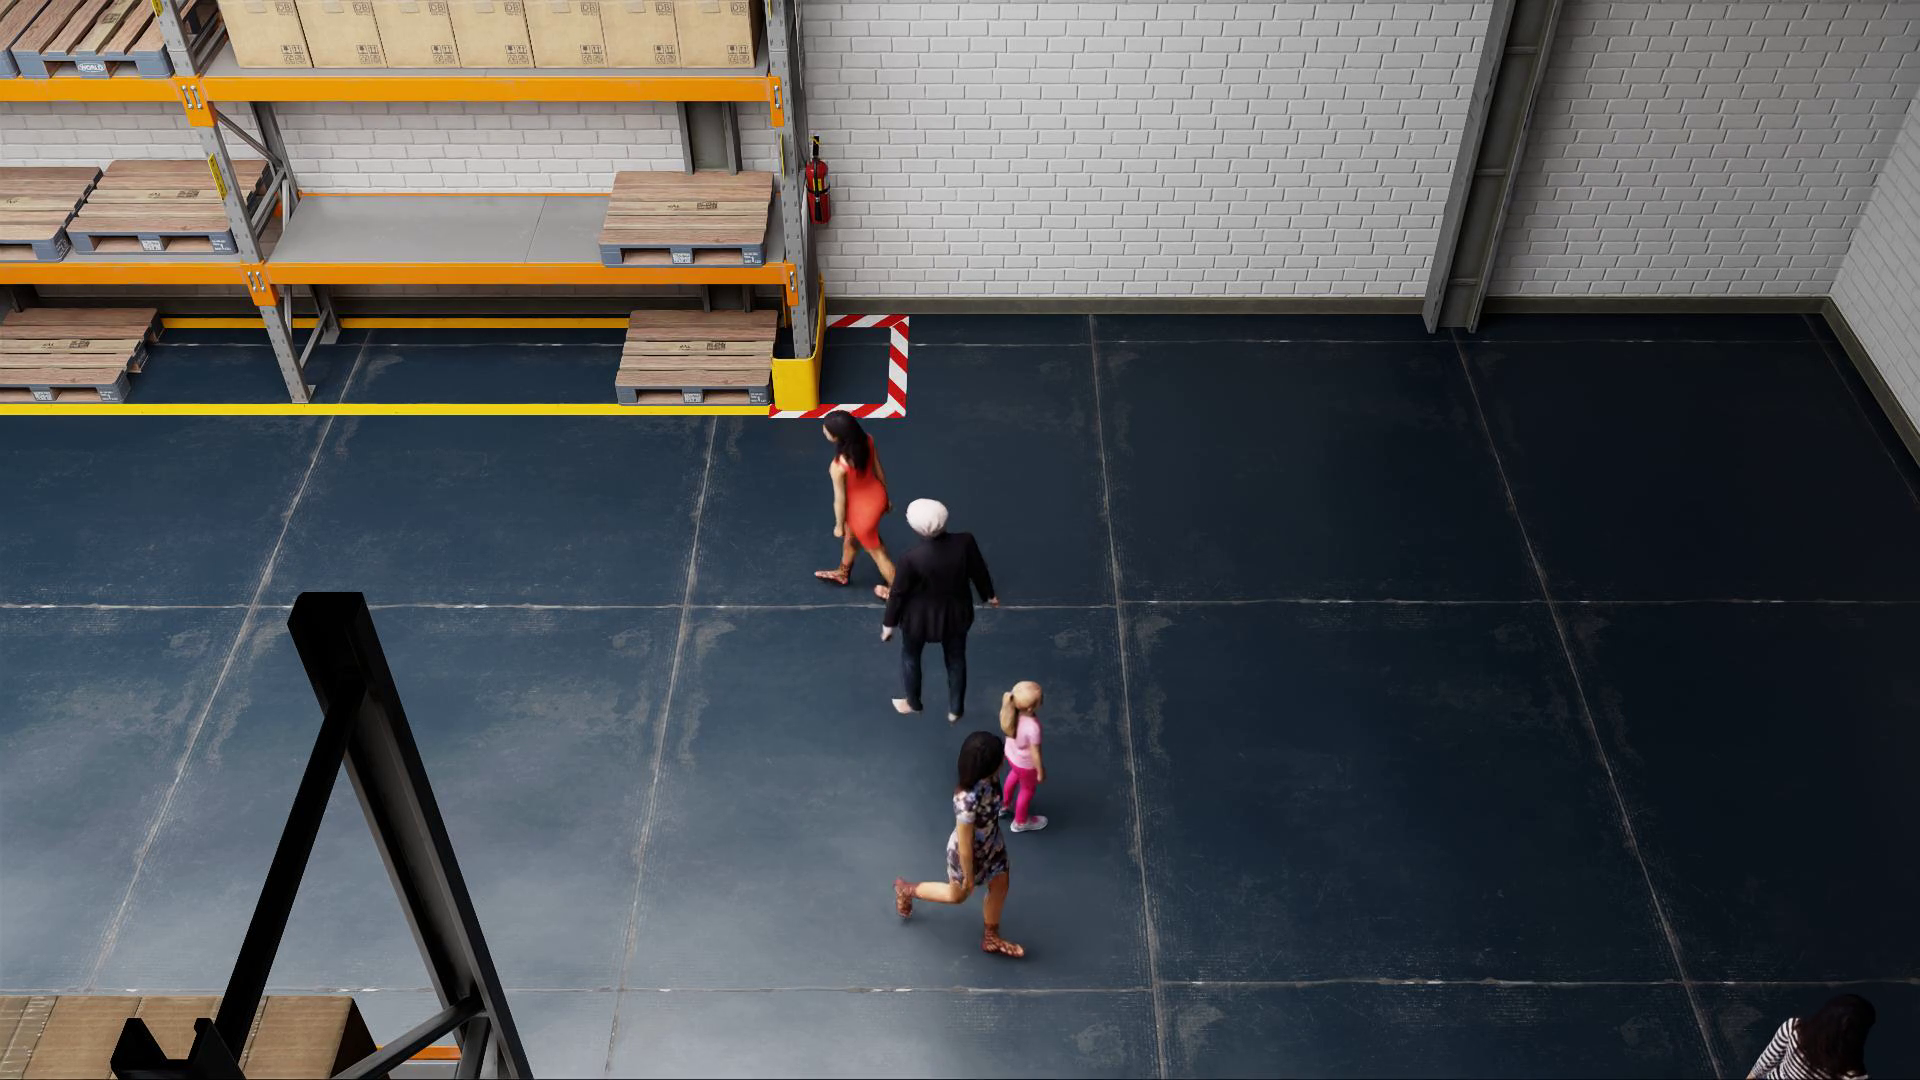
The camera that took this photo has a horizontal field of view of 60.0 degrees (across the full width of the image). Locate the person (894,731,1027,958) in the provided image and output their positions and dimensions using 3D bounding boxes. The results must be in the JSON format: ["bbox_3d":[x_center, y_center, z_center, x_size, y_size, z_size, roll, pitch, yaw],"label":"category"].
[{"bbox_3d":[0.005,1.647,9.032,1.127,1.707,0.875,19,47,19],"label":"person"}]

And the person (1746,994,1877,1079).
[{"bbox_3d":[3.902,2.699,7.865,0.711,1.794,0.675,-29,51,-27],"label":"person"}]

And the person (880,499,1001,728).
[{"bbox_3d":[-0.131,0.400,9.476,0.794,1.774,1.004,-5,44,-6],"label":"person"}]

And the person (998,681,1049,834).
[{"bbox_3d":[0.347,1.259,9.756,0.625,1.270,0.591,-18,46,-18],"label":"person"}]

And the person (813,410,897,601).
[{"bbox_3d":[-0.565,-0.171,10.964,1.006,1.675,0.794,19,47,19],"label":"person"}]
